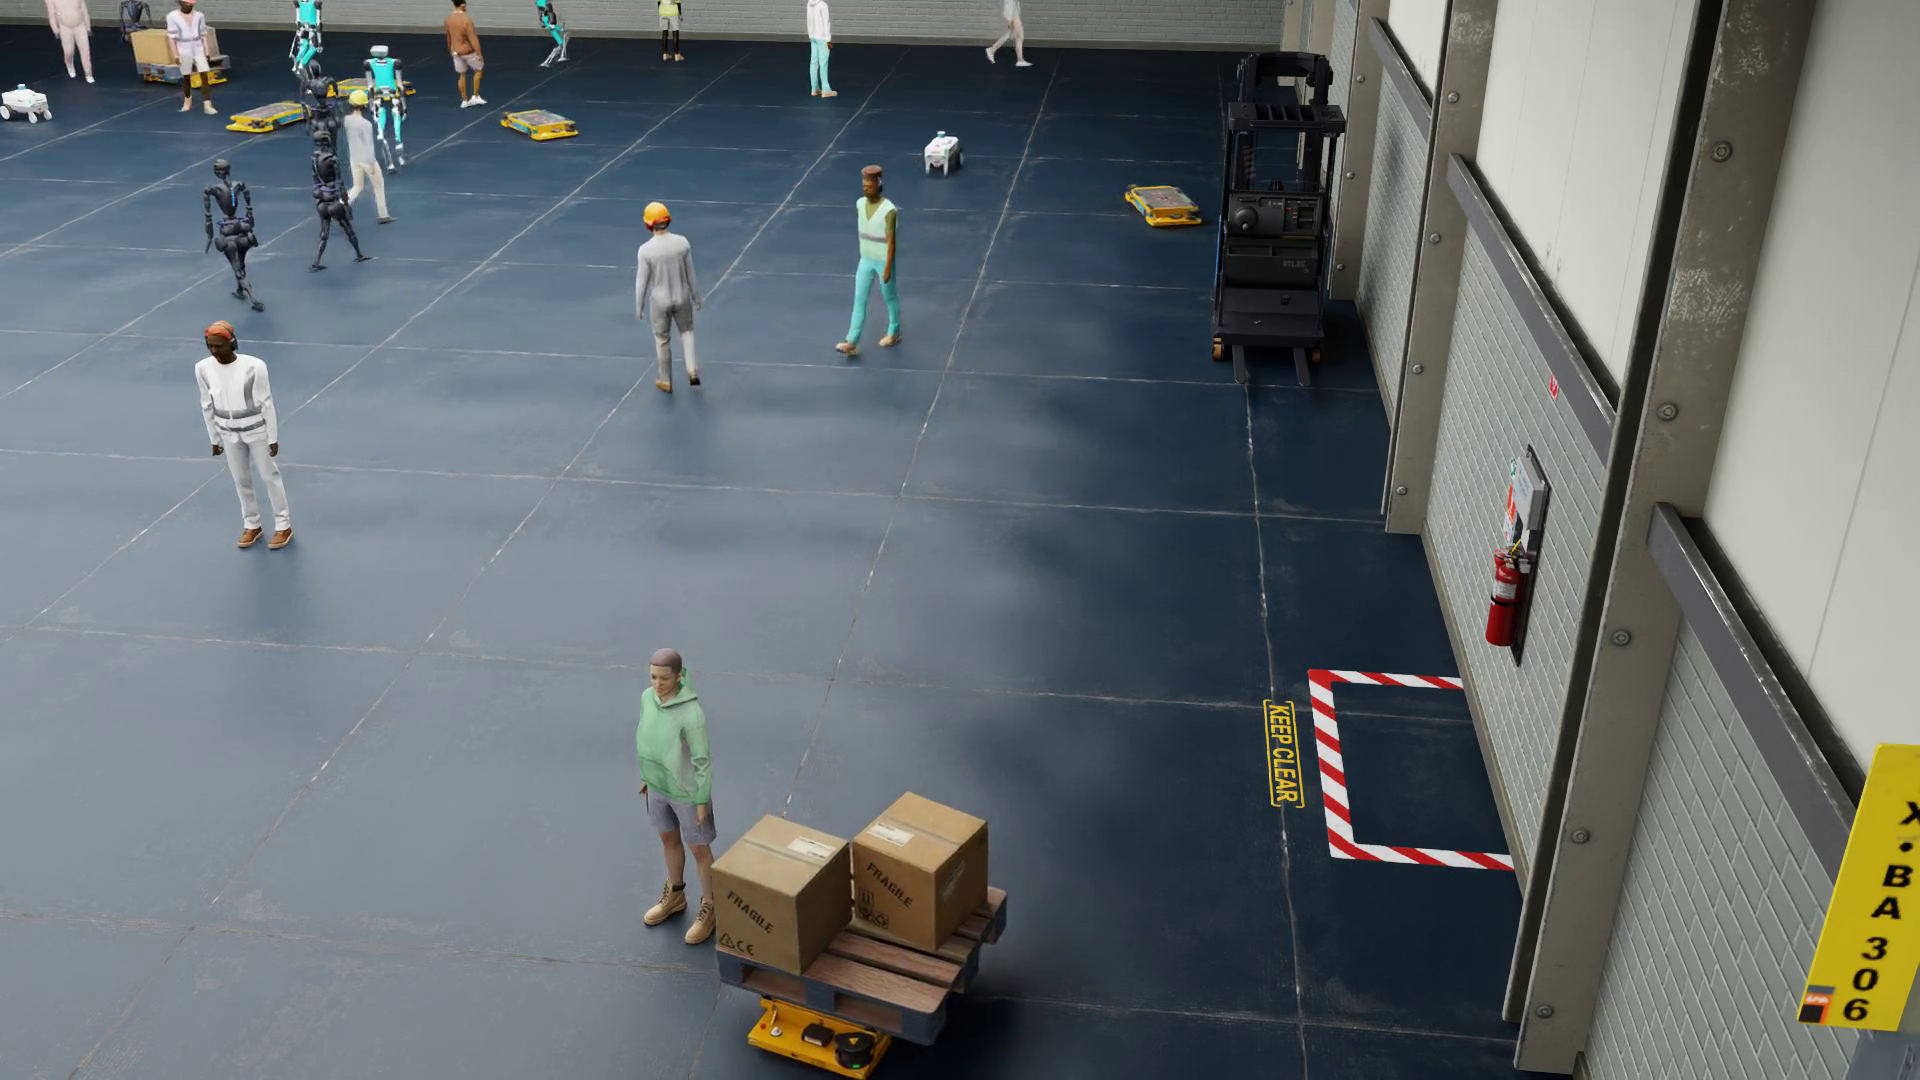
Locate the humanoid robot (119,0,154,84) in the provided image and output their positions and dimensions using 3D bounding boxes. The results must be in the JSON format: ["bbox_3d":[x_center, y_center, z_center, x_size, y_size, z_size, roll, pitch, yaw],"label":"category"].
[{"bbox_3d":[-14.611,-8.969,29.494,0.605,1.620,0.573,-1,27,-3],"label":"humanoid robot"}]

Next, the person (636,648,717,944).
[{"bbox_3d":[-1.497,1.335,8.828,0.476,1.743,0.341,17,31,31],"label":"person"}]

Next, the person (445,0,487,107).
[{"bbox_3d":[-8.222,-8.140,27.640,0.774,1.840,0.532,11,29,21],"label":"person"}]

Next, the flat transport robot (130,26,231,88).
[{"bbox_3d":[-13.820,-8.261,29.631,1.431,0.231,0.659,16,31,28],"label":"flat transport robot"}]

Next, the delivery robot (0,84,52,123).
[{"bbox_3d":[-15.146,-7.059,26.932,0.803,0.614,0.499,13,29,24],"label":"delivery robot"}]

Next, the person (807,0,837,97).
[{"bbox_3d":[-2.389,-8.544,28.362,0.488,1.914,0.371,23,35,38],"label":"person"}]

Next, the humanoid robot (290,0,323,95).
[{"bbox_3d":[-11.247,-8.476,28.416,0.532,1.760,0.836,9,28,17],"label":"humanoid robot"}]

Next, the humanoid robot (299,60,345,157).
[{"bbox_3d":[-8.931,-5.940,23.450,0.611,1.632,0.706,-18,32,-32],"label":"humanoid robot"}]

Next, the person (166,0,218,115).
[{"bbox_3d":[-12.580,-7.978,27.150,0.628,2.002,0.751,-21,34,-36],"label":"person"}]

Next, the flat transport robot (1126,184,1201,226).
[{"bbox_3d":[2.679,-4.427,21.976,0.659,0.231,1.431,-4,27,-8],"label":"flat transport robot"}]

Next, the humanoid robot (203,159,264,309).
[{"bbox_3d":[-8.045,-3.379,18.382,0.789,1.643,0.591,19,32,33],"label":"humanoid robot"}]

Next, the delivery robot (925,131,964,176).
[{"bbox_3d":[-0.261,-5.579,23.949,0.499,0.587,0.785,6,27,12],"label":"delivery robot"}]

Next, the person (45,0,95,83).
[{"bbox_3d":[-15.746,-9.087,29.475,0.653,1.892,0.576,-18,32,-31],"label":"person"}]

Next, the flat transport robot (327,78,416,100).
[{"bbox_3d":[-10.177,-7.745,28.601,1.431,0.231,0.659,8,28,15],"label":"flat transport robot"}]

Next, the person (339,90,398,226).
[{"bbox_3d":[-7.633,-4.819,21.115,0.530,1.735,0.766,15,30,28],"label":"person"}]

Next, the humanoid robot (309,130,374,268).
[{"bbox_3d":[-7.462,-4.035,19.691,0.599,1.634,0.794,18,32,32],"label":"humanoid robot"}]

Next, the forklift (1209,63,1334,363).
[{"bbox_3d":[3.241,-3.477,17.183,1.129,2.768,1.873,3,27,6],"label":"forklift"}]

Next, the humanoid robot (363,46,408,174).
[{"bbox_3d":[-8.158,-6.071,23.664,0.539,1.767,0.999,-5,27,-10],"label":"humanoid robot"}]

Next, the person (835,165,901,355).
[{"bbox_3d":[-0.910,-2.811,16.890,0.516,1.934,0.971,16,31,29],"label":"person"}]

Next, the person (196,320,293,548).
[{"bbox_3d":[-5.591,-0.819,12.987,0.565,1.879,0.351,1,27,2],"label":"person"}]

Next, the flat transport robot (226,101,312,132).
[{"bbox_3d":[-11.016,-6.784,26.682,0.659,0.231,1.431,9,28,17],"label":"flat transport robot"}]

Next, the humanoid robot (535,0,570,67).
[{"bbox_3d":[-7.494,-9.607,30.689,0.922,1.763,0.538,-20,33,-34],"label":"humanoid robot"}]

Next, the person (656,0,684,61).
[{"bbox_3d":[-5.461,-9.886,31.288,0.532,1.693,0.319,10,28,18],"label":"person"}]

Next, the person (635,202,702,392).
[{"bbox_3d":[-2.793,-2.313,15.949,0.642,1.883,0.452,-12,29,-23],"label":"person"}]

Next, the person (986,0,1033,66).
[{"bbox_3d":[0.925,-9.706,30.760,0.798,1.848,0.501,-1,27,-2],"label":"person"}]

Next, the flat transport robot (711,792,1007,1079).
[{"bbox_3d":[-0.477,2.212,8.722,0.659,0.231,1.431,11,29,21],"label":"flat transport robot"}]

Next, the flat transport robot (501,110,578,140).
[{"bbox_3d":[-6.638,-6.546,26.206,0.659,0.231,1.431,-19,32,-33],"label":"flat transport robot"}]
